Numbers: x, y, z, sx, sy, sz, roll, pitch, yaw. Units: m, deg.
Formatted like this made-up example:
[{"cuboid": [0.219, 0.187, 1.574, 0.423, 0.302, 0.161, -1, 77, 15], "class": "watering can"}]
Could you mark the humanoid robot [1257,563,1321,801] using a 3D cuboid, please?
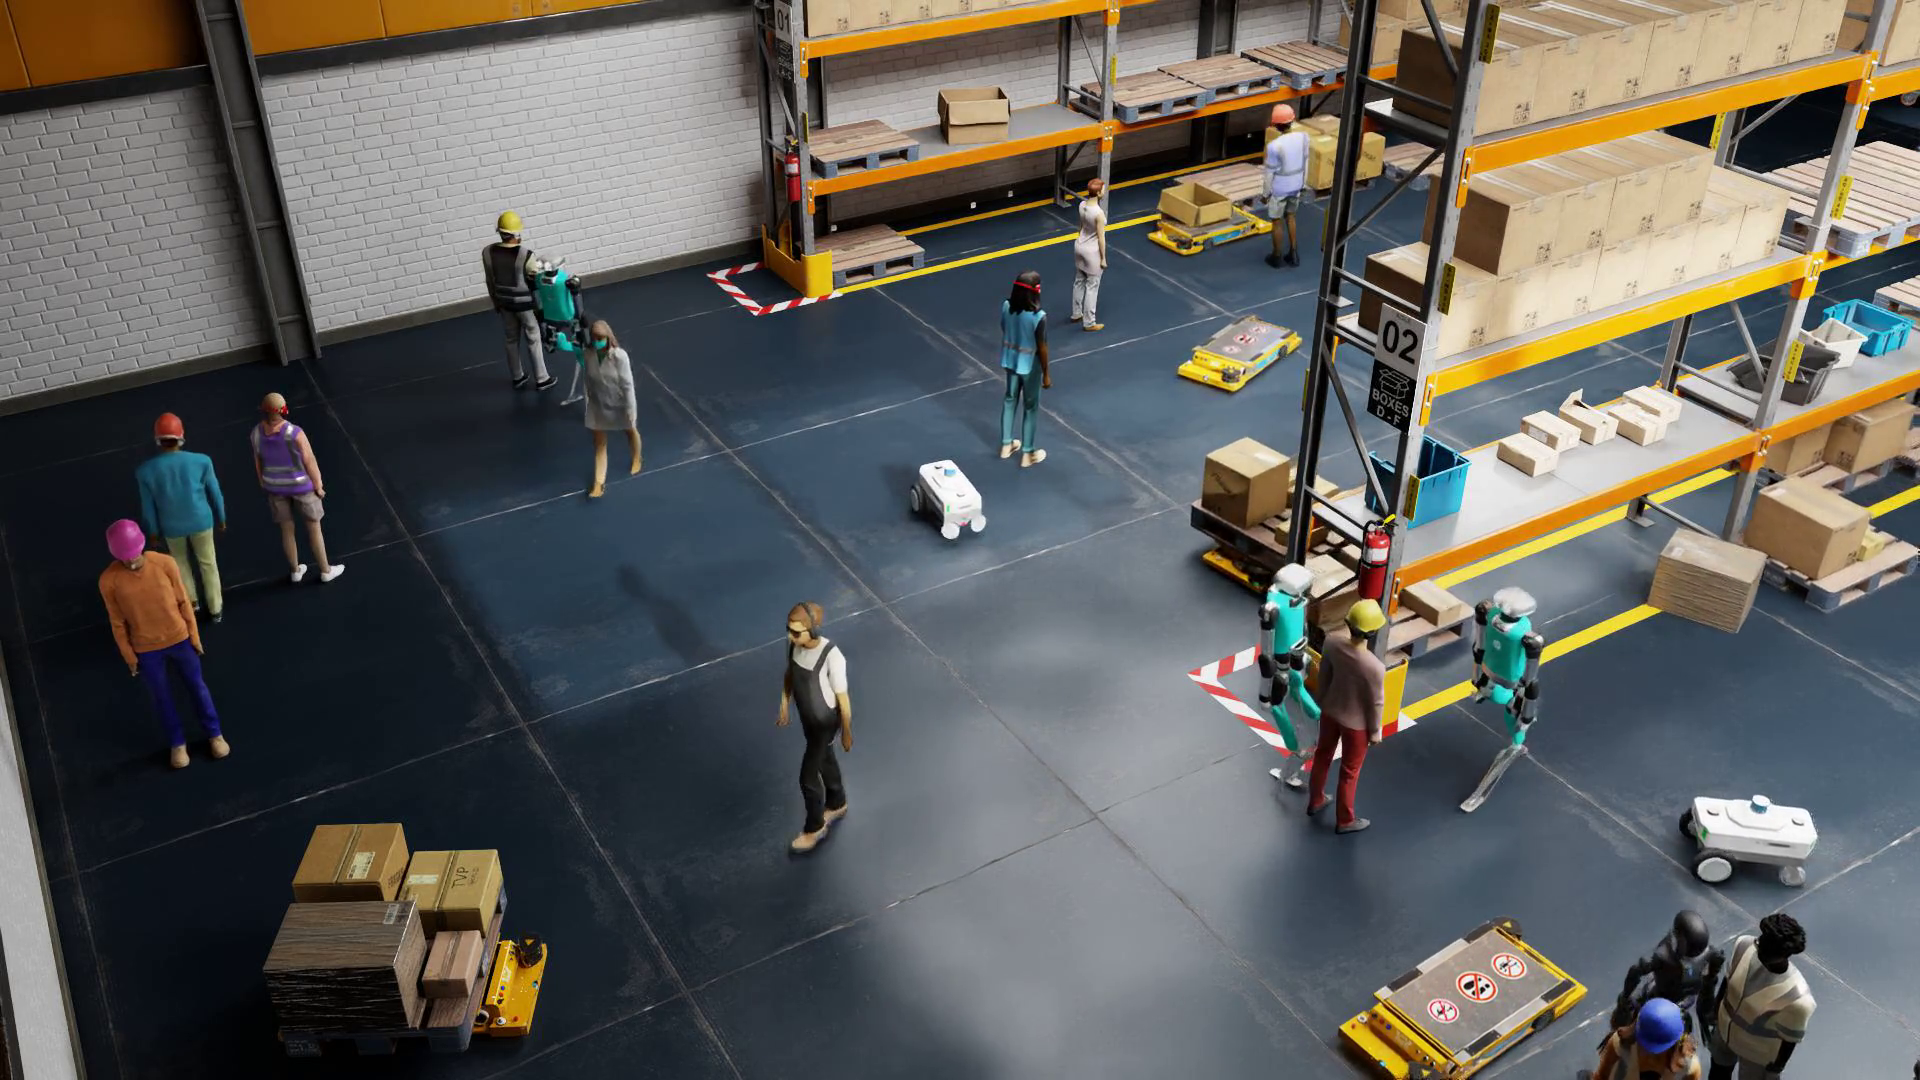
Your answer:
[{"cuboid": [2.299, 1.034, 11.115, 0.672, 1.862, 0.543, 24, 39, 33], "class": "humanoid robot"}]

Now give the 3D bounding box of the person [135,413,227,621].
[{"cuboid": [-6.027, -0.167, 12.976, 0.578, 1.723, 0.468, -13, 34, -20], "class": "person"}]

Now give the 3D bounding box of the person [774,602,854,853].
[{"cuboid": [-1.000, 1.192, 10.714, 0.691, 1.822, 0.549, -25, 40, -34], "class": "person"}]

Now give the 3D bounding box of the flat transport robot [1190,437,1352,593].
[{"cuboid": [2.780, 0.005, 14.076, 1.431, 0.231, 0.659, -24, 39, -33], "class": "flat transport robot"}]

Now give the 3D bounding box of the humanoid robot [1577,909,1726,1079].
[{"cuboid": [3.679, 2.503, 8.810, 0.604, 1.656, 0.545, -6, 33, -9], "class": "humanoid robot"}]

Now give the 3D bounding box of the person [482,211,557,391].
[{"cuboid": [-4.330, -2.347, 16.358, 0.599, 1.827, 0.404, 9, 33, 14], "class": "person"}]

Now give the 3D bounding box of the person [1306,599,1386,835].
[{"cuboid": [2.542, 1.139, 10.858, 0.317, 1.769, 0.523, -20, 37, -29], "class": "person"}]

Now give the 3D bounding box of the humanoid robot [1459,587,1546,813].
[{"cuboid": [3.800, 0.995, 11.161, 0.970, 1.763, 0.550, -18, 36, -26], "class": "humanoid robot"}]

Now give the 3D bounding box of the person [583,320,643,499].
[{"cuboid": [-3.080, -1.169, 14.677, 0.510, 1.600, 0.919, 4, 32, 7], "class": "person"}]

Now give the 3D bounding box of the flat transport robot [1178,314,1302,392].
[{"cuboid": [2.909, -1.946, 17.187, 0.659, 0.231, 1.431, 22, 38, 31], "class": "flat transport robot"}]

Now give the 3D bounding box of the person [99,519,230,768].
[{"cuboid": [-5.477, 0.697, 11.377, 0.514, 1.973, 0.404, -18, 36, -27], "class": "person"}]

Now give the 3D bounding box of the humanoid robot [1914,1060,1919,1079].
[{"cuboid": [4.643, 3.126, 7.718, 0.612, 1.785, 0.816, -6, 33, -10], "class": "humanoid robot"}]

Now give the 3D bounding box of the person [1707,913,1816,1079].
[{"cuboid": [4.090, 2.582, 8.629, 0.318, 1.691, 0.535, -9, 33, -14], "class": "person"}]

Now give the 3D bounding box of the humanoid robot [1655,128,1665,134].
[{"cuboid": [7.843, -3.909, 18.993, 0.591, 1.644, 0.355, 0, 32, 0], "class": "humanoid robot"}]

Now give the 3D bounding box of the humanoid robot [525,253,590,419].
[{"cuboid": [-3.672, -1.954, 15.868, 0.533, 1.829, 0.797, 8, 33, 12], "class": "humanoid robot"}]

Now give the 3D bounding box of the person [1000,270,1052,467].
[{"cuboid": [0.585, -1.549, 15.059, 0.515, 1.860, 0.373, 25, 40, 34], "class": "person"}]

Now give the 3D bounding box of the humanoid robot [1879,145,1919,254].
[{"cuboid": [11.046, -4.208, 19.443, 0.801, 1.796, 0.543, 0, 32, 0], "class": "humanoid robot"}]

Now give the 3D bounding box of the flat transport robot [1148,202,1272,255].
[{"cuboid": [3.025, -3.762, 20.083, 1.431, 0.231, 0.659, -20, 37, -29], "class": "flat transport robot"}]

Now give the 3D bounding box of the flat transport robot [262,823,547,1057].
[{"cuboid": [-3.229, 2.651, 9.855, 1.431, 0.231, 0.659, -1, 32, -2], "class": "flat transport robot"}]

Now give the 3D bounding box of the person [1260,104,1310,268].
[{"cuboid": [3.680, -4.021, 18.952, 0.578, 1.925, 0.400, -15, 35, -23], "class": "person"}]

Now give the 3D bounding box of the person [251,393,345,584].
[{"cuboid": [-5.375, -0.409, 13.393, 0.491, 1.693, 0.342, 2, 32, 3], "class": "person"}]

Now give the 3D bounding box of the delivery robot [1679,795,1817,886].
[{"cuboid": [5.093, 1.912, 10.768, 0.791, 0.598, 0.499, 6, 33, 9], "class": "delivery robot"}]

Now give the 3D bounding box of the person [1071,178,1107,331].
[{"cuboid": [1.384, -3.029, 17.612, 0.283, 1.650, 0.433, -20, 37, -28], "class": "person"}]

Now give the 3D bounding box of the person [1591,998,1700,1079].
[{"cuboid": [3.335, 2.842, 8.182, 0.490, 1.722, 0.895, 11, 34, 17], "class": "person"}]

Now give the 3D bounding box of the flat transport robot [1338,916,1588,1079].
[{"cuboid": [2.957, 2.731, 9.729, 1.431, 0.231, 0.659, -21, 38, -29], "class": "flat transport robot"}]

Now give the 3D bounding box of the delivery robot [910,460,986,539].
[{"cuboid": [-0.095, -0.389, 14.451, 0.509, 0.611, 0.782, -12, 34, -18], "class": "delivery robot"}]
